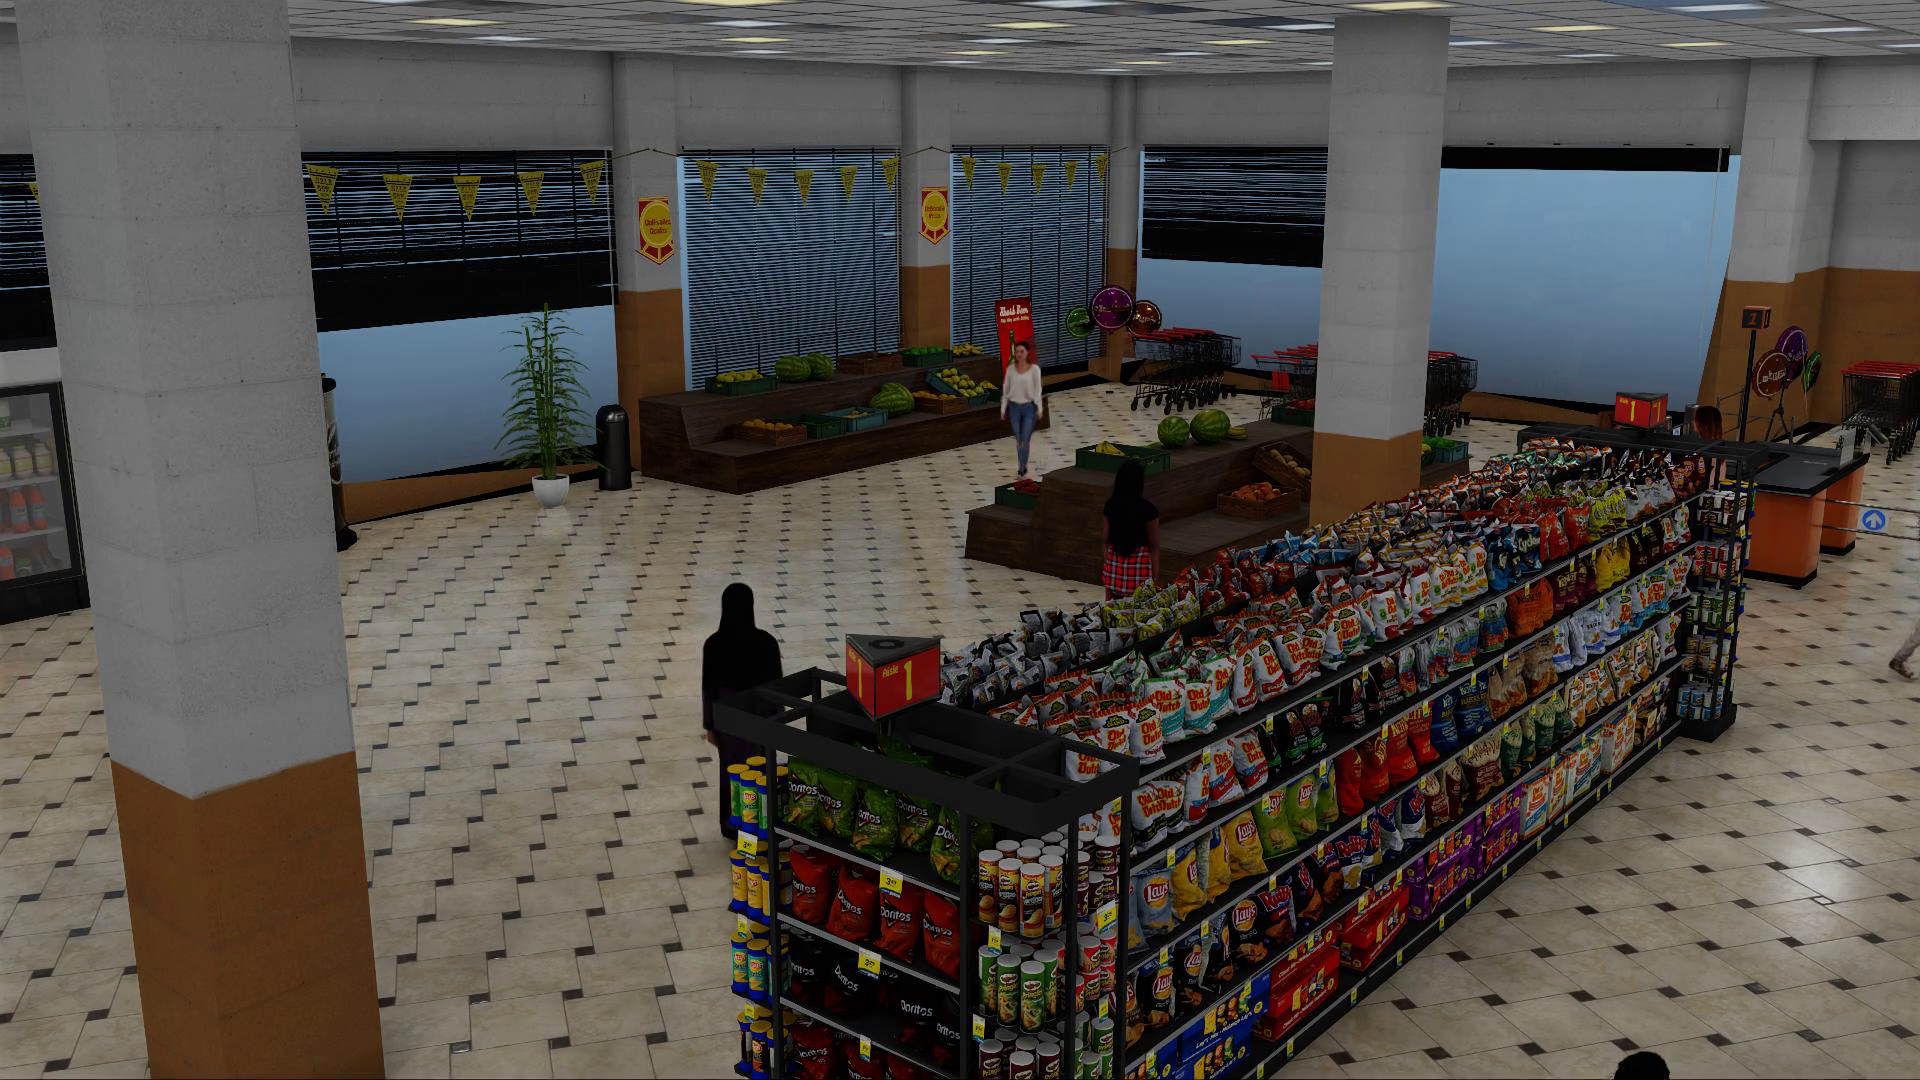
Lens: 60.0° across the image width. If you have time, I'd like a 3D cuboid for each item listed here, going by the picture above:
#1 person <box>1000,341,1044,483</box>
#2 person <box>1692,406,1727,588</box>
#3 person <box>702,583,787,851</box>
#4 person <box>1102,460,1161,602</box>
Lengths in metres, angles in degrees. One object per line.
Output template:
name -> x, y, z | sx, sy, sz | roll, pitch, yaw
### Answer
person -> 0.768, -1.533, 19.925 | 0.887, 1.658, 1.118 | 4, 14, 17
person -> 6.492, -0.279, 14.482 | 0.640, 1.787, 0.465 | 12, 18, 40
person -> -1.238, 1.044, 9.401 | 0.828, 1.612, 0.930 | 2, 14, 7
person -> 1.264, 0.256, 12.401 | 0.665, 1.727, 0.666 | 7, 15, 26
